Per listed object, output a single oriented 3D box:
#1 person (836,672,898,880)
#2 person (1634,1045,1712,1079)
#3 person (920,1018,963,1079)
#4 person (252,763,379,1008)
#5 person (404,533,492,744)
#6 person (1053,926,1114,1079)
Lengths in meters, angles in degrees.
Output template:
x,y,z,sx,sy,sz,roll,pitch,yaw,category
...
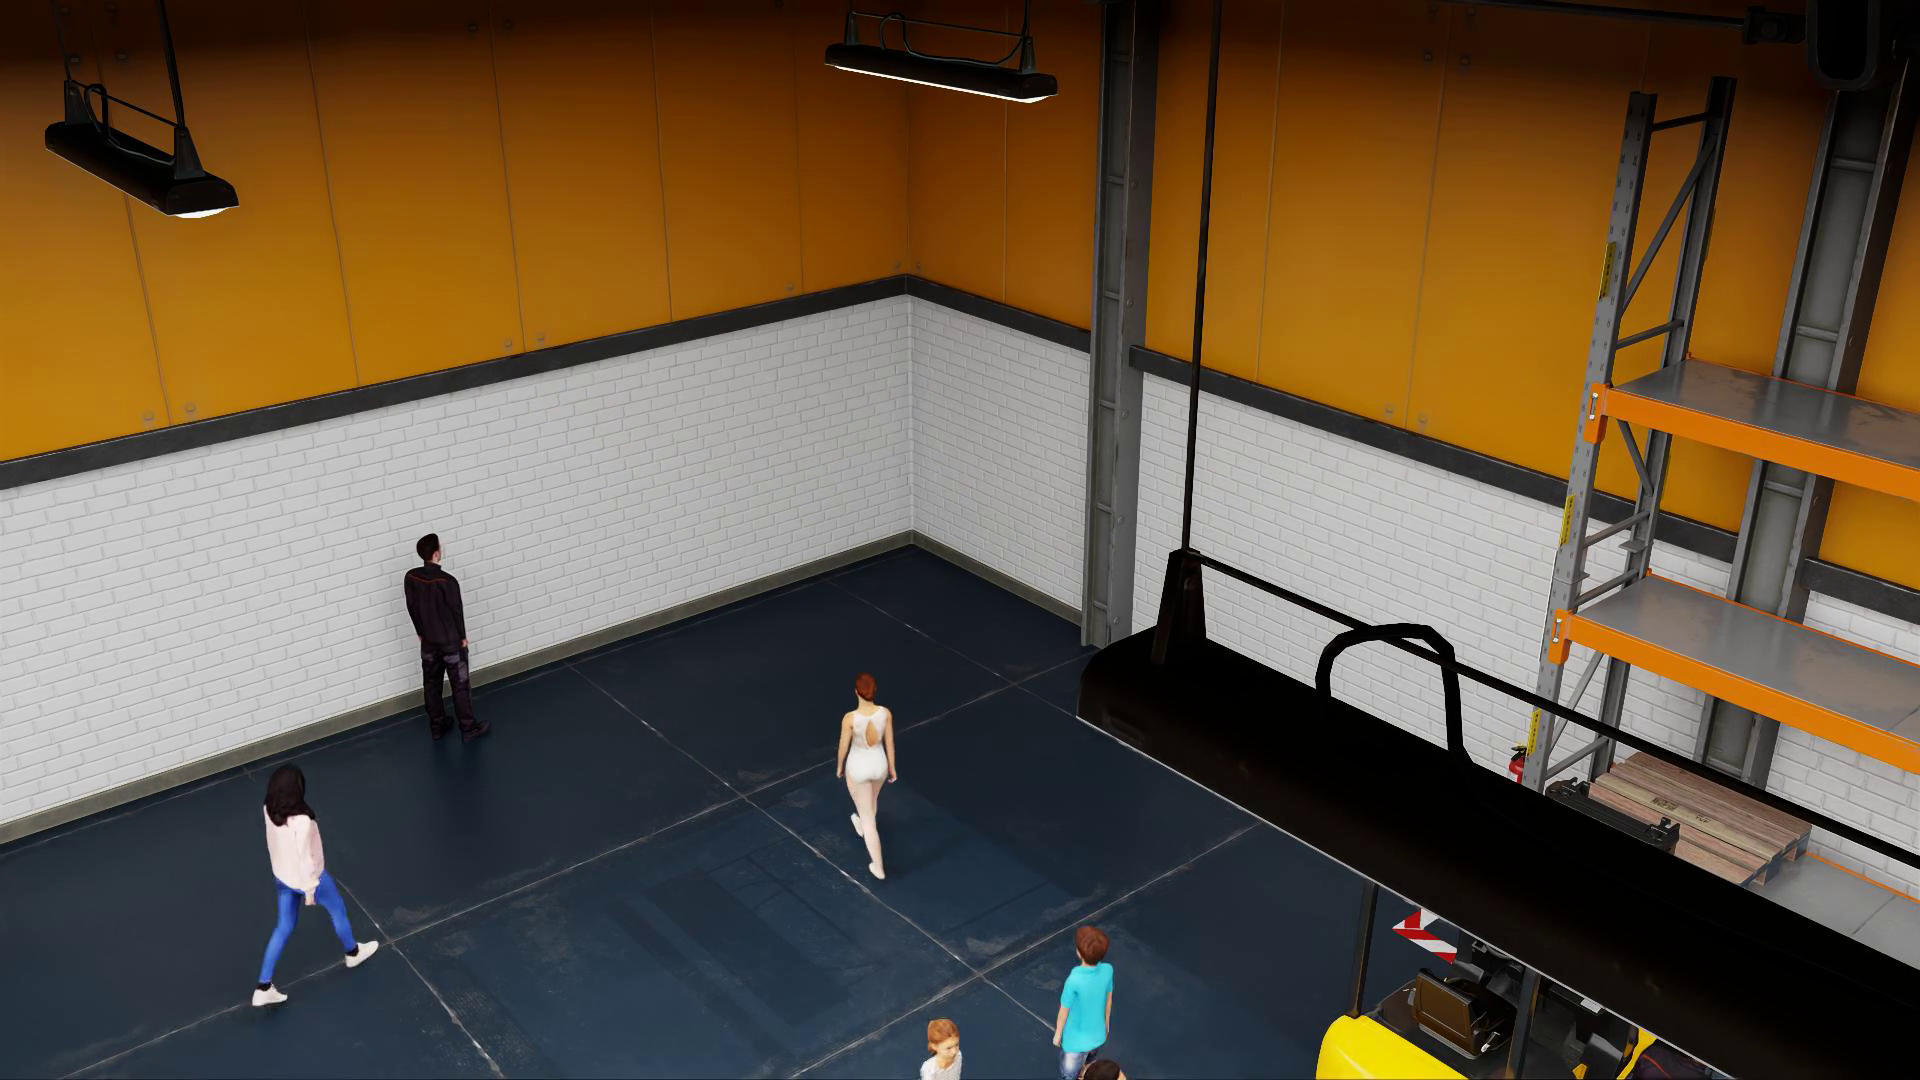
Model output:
x,y,z,sx,sy,sz,roll,pitch,yaw,category
-0.668,1.791,12.451,0.753,1.594,1.099,-10,26,-23,person
3.712,3.259,8.786,0.798,1.840,0.563,-13,27,-27,person
-0.163,3.248,9.496,0.494,1.293,0.849,-19,30,-37,person
-4.481,2.319,11.080,1.195,1.726,0.958,14,27,29,person
-4.428,0.836,14.235,0.733,1.915,0.841,7,25,15,person
0.779,2.969,9.957,0.524,1.434,0.817,-17,29,-34,person
